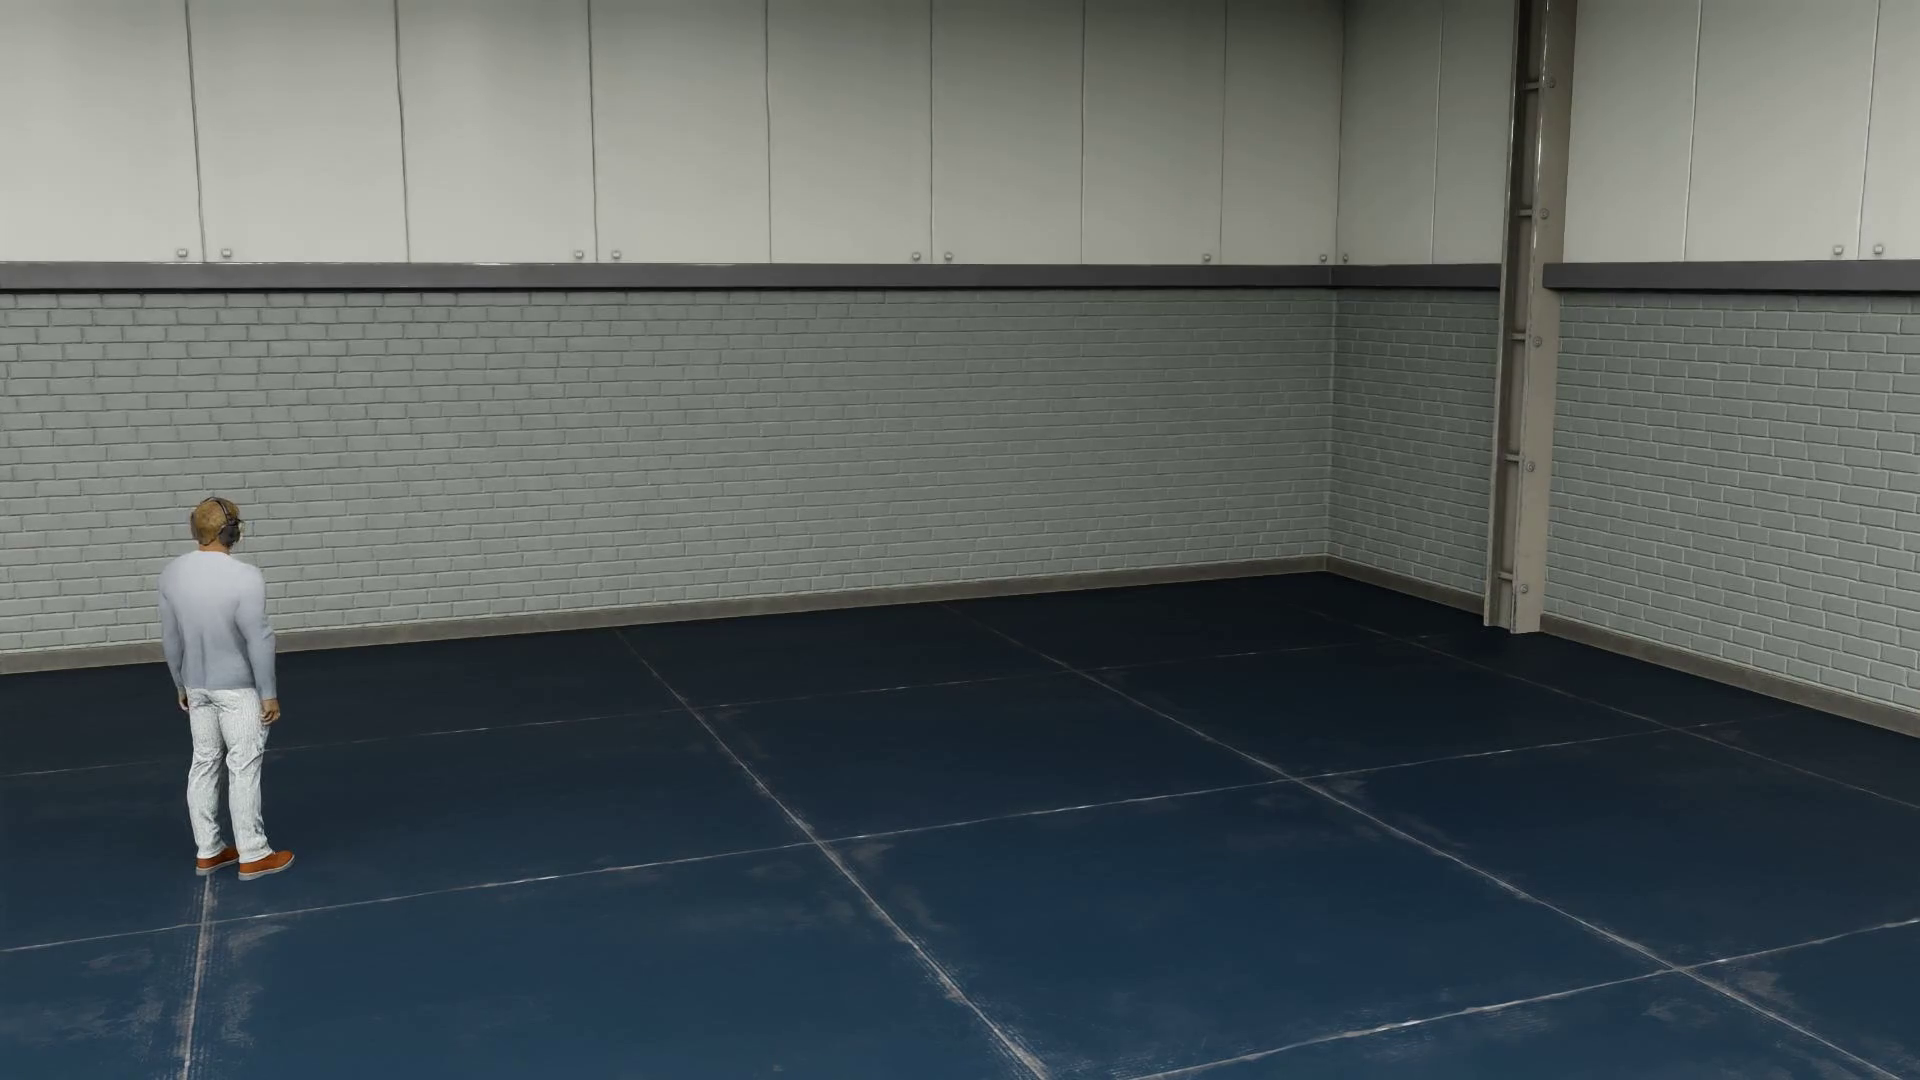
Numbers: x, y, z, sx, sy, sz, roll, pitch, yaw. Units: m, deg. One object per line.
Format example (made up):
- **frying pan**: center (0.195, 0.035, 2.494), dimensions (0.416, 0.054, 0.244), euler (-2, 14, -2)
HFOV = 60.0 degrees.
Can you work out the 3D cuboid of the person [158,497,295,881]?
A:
- **person**: center (-3.691, 0.744, 8.362), dimensions (0.636, 1.939, 0.358), euler (3, 10, 19)
